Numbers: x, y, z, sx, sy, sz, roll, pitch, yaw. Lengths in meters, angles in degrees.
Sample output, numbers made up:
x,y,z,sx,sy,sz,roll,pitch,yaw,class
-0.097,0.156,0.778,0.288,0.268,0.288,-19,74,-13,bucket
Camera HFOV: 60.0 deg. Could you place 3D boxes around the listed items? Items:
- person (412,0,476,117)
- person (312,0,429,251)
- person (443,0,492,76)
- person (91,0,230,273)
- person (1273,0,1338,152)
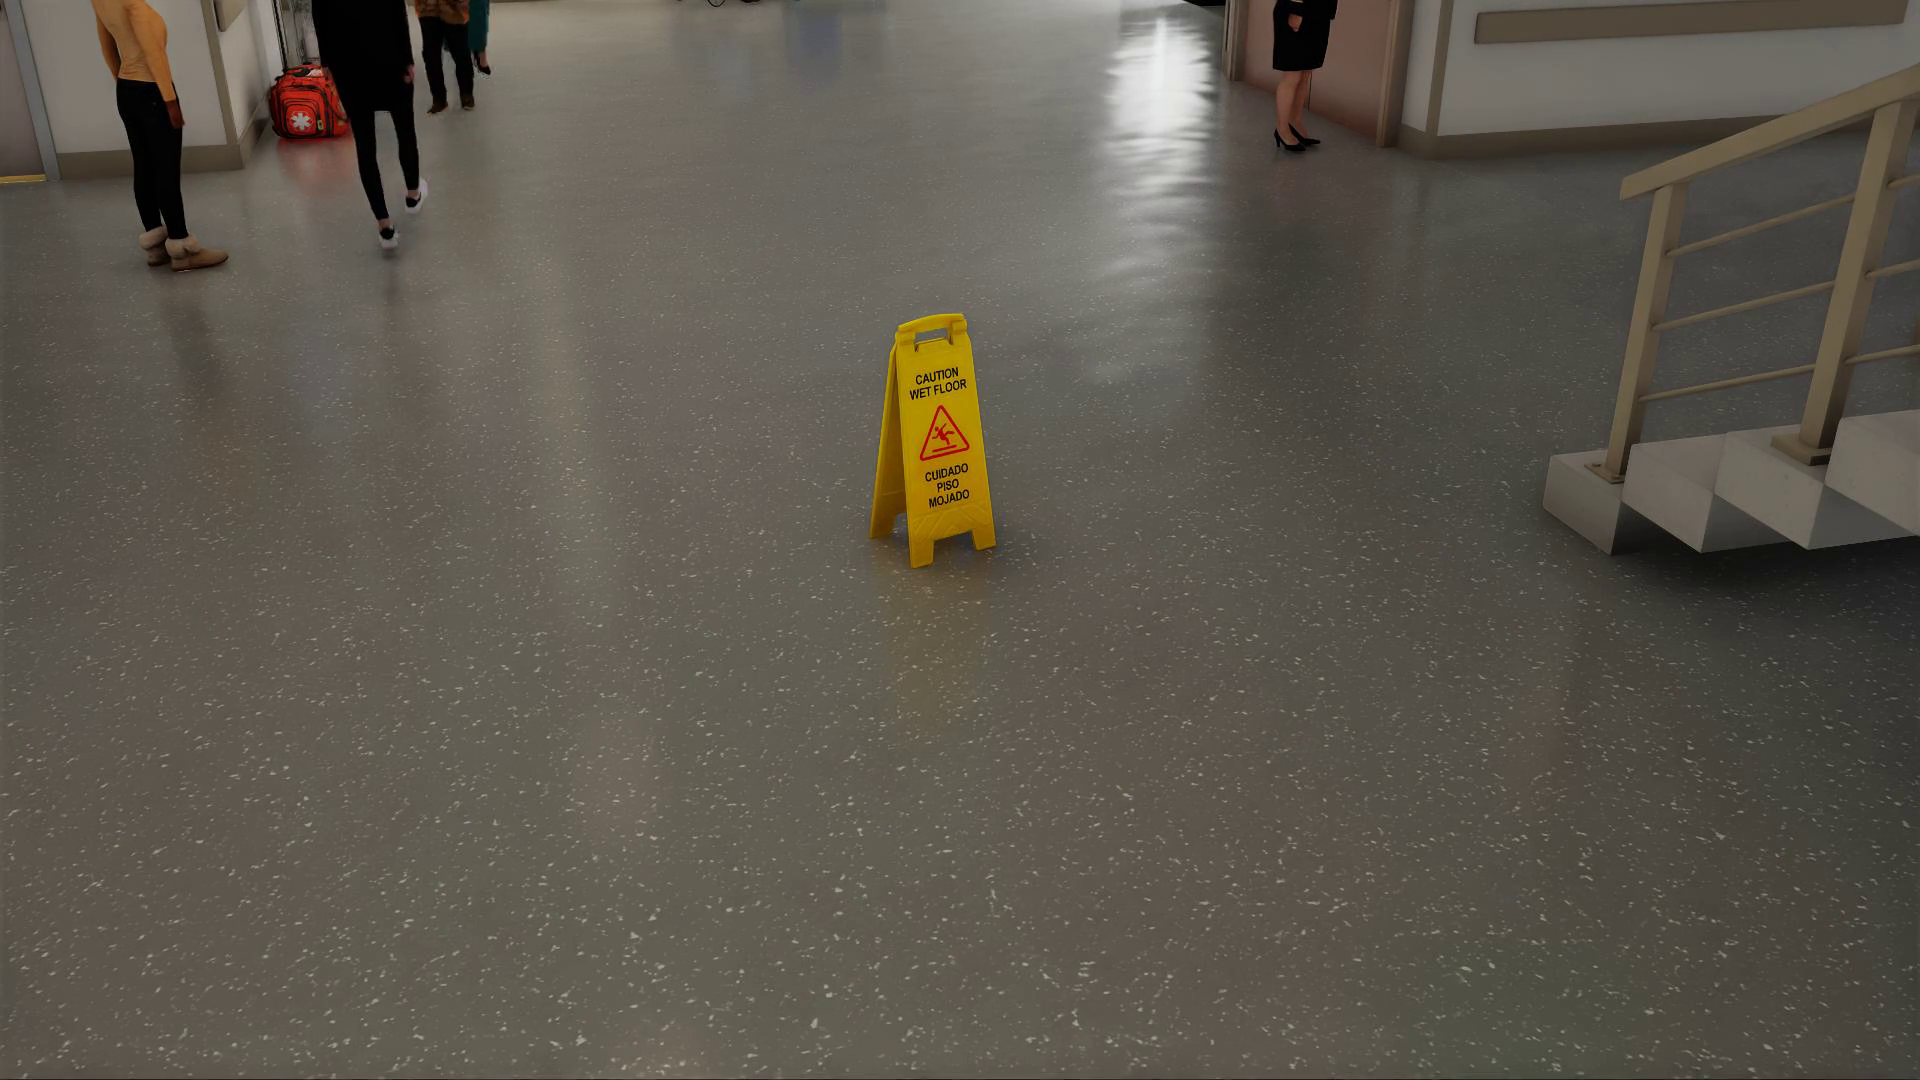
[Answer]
x,y,z,sx,sy,sz,roll,pitch,yaw,class
-3.630,-3.749,11.715,0.653,1.432,0.803,-4,26,-8,person
-2.995,-2.337,8.412,0.680,1.757,1.116,-5,26,-10,person
-3.895,-4.401,12.729,0.677,1.724,0.744,-13,29,-25,person
-4.006,-2.167,8.171,0.682,1.660,0.752,17,30,31,person
2.194,-3.350,10.613,0.846,1.671,0.801,17,30,31,person
